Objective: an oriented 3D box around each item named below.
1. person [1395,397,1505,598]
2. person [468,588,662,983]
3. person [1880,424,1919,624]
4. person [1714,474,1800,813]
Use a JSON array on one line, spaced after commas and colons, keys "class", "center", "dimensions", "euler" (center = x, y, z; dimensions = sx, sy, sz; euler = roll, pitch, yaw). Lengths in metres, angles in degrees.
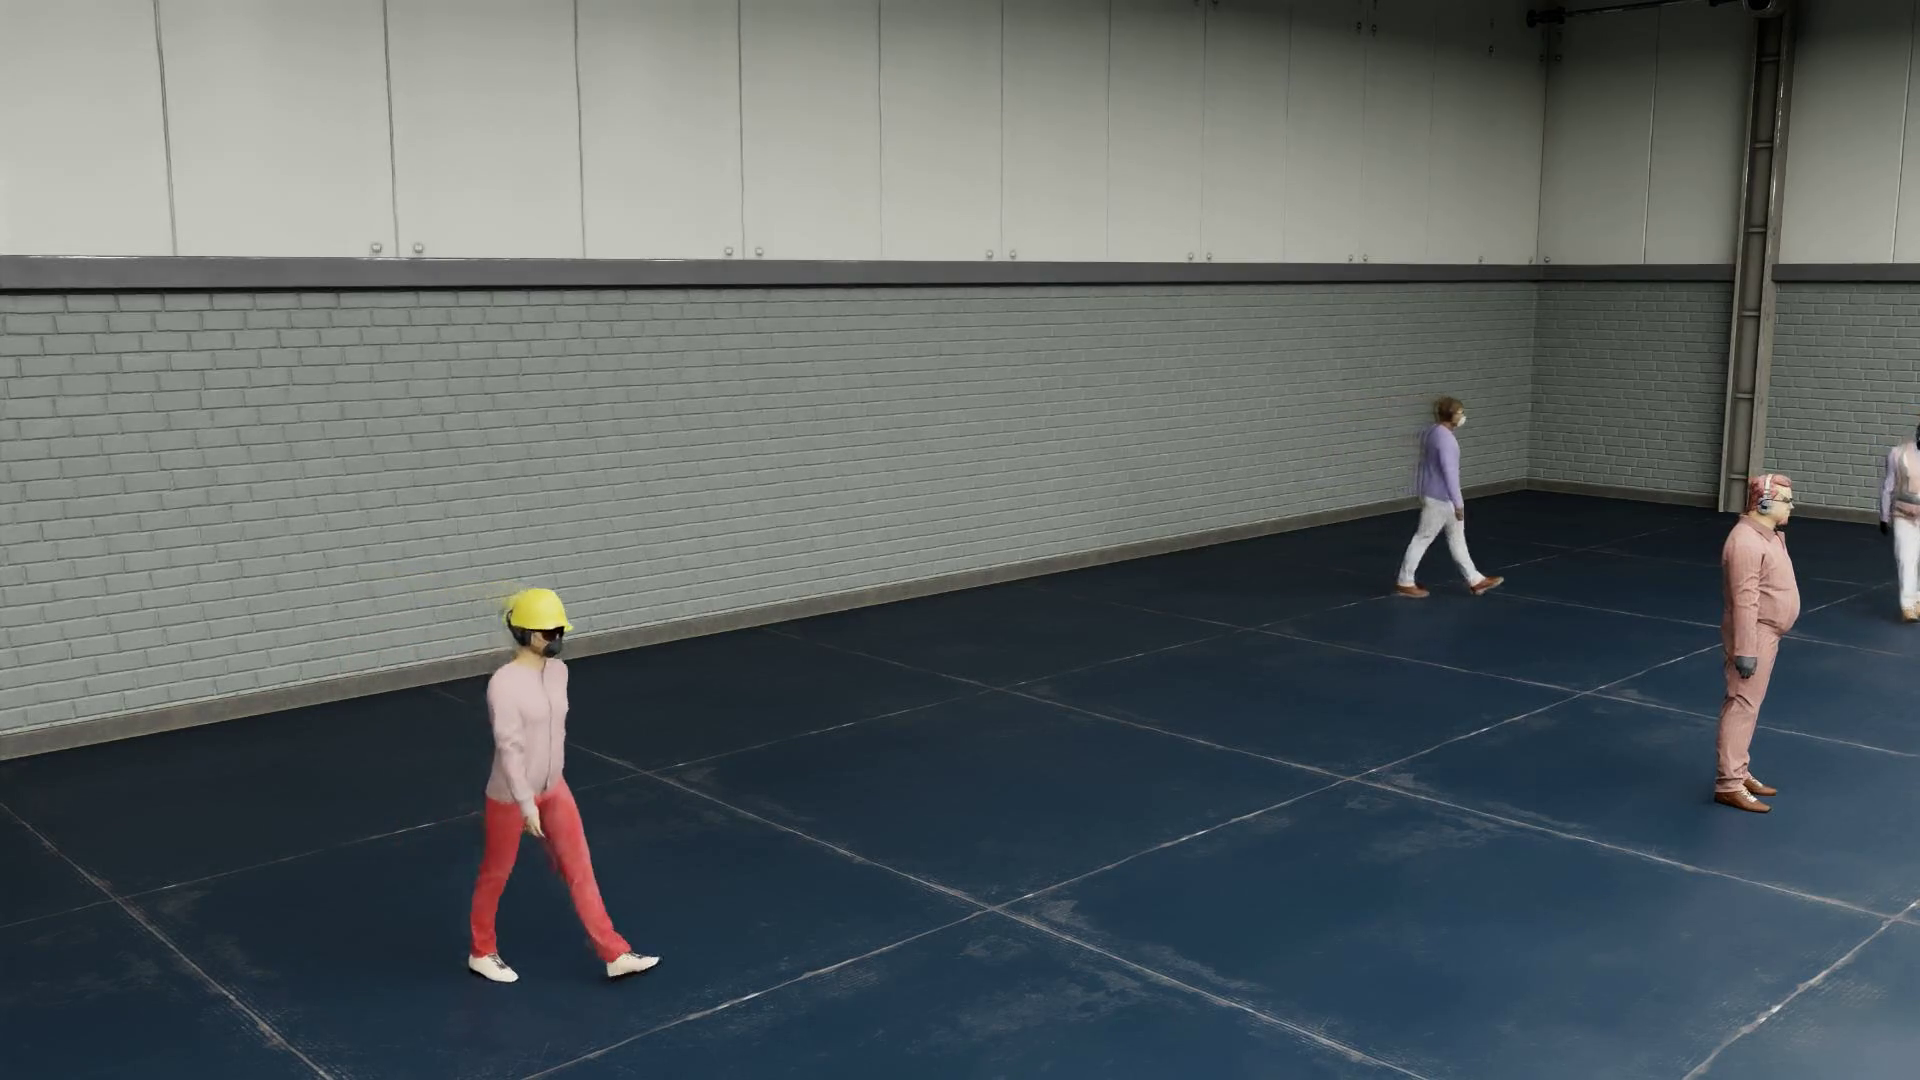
[{"class": "person", "center": [4.542, -0.377, 15.377], "dimensions": [1.020, 1.882, 0.658], "euler": [2, 9, 12]}, {"class": "person", "center": [-1.731, 1.062, 6.970], "dimensions": [0.915, 1.722, 0.534], "euler": [4, 10, 26]}, {"class": "person", "center": [8.388, -0.179, 14.475], "dimensions": [0.647, 1.787, 0.978], "euler": [4, 10, 21]}, {"class": "person", "center": [4.533, 0.570, 9.453], "dimensions": [0.407, 1.904, 0.655], "euler": [6, 11, 32]}]
